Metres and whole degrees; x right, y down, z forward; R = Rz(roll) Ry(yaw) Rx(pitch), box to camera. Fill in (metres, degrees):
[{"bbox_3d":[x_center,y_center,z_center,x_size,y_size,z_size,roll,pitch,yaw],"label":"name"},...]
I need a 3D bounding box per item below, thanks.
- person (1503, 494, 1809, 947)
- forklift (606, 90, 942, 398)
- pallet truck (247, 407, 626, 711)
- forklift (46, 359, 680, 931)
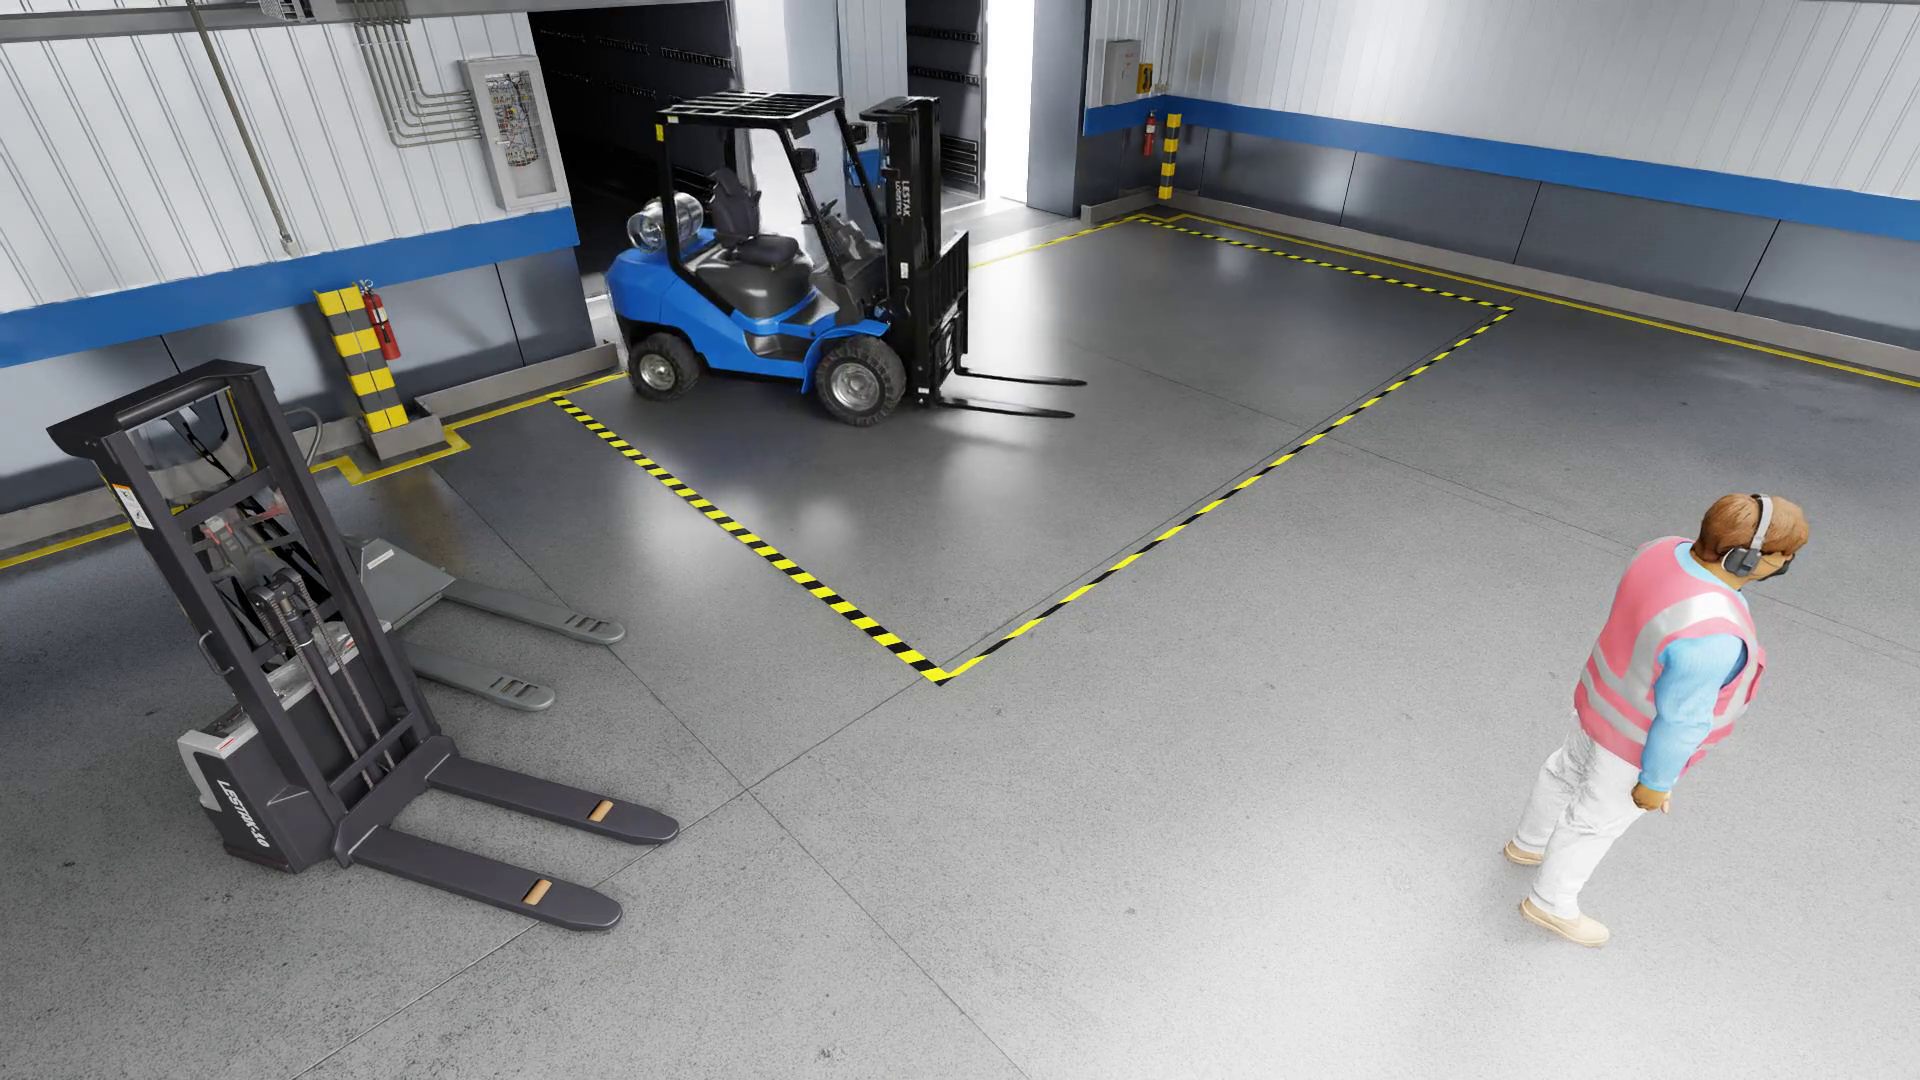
[{"bbox_3d":[2.349,0.642,3.168,0.429,1.844,0.622,10,36,15],"label":"person"},{"bbox_3d":[-1.374,-2.288,7.019,2.680,2.036,1.157,9,35,13],"label":"forklift"},{"bbox_3d":[-2.628,0.038,4.590,1.601,1.201,0.680,12,36,18],"label":"pallet truck"},{"bbox_3d":[-2.135,0.422,3.354,1.885,1.965,0.823,10,35,14],"label":"forklift"}]
